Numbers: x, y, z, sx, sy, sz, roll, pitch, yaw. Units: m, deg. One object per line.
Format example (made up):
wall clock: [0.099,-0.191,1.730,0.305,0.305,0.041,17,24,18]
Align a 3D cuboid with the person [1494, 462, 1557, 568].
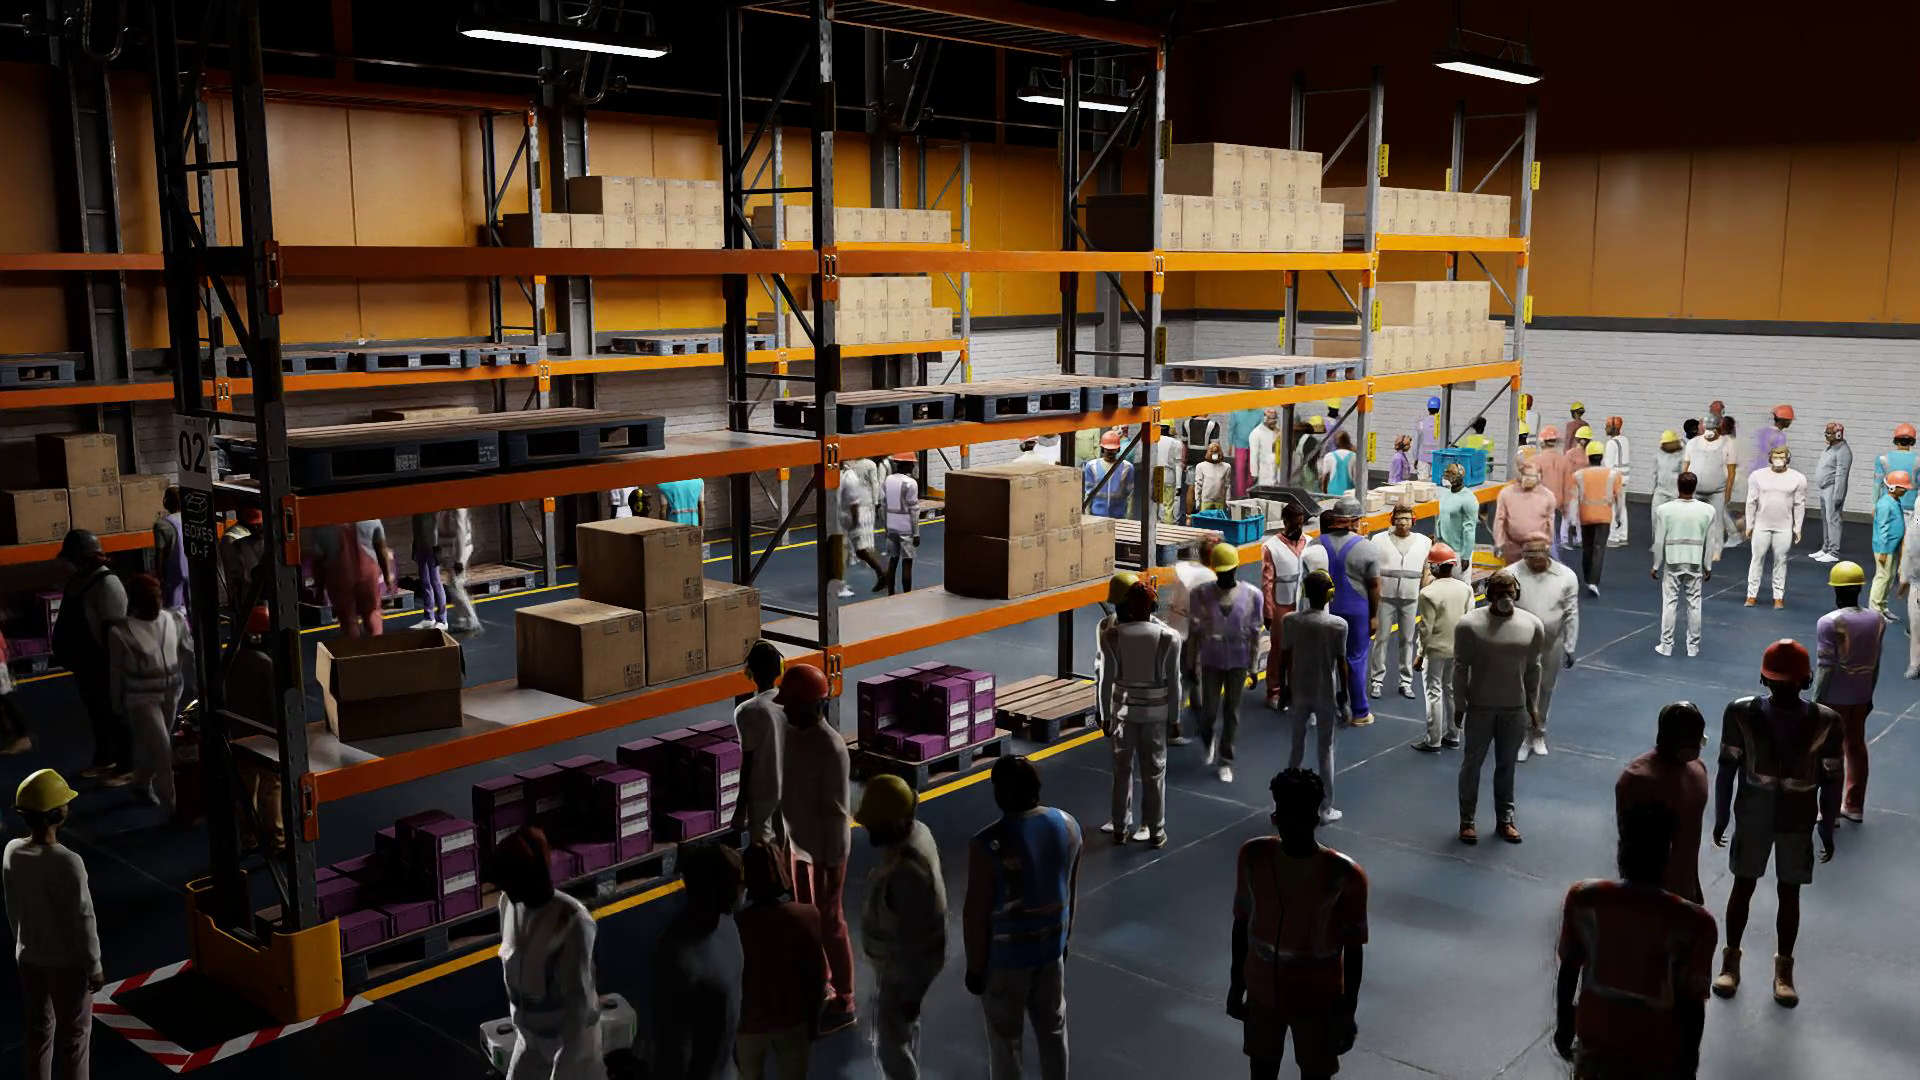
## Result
person: [6.310,0.035,18.611,0.634,1.869,0.976,4,10,23]

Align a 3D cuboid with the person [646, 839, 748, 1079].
person: [-1.060,2.063,6.317,0.591,1.923,0.664,1,10,8]

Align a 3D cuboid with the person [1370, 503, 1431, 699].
person: [4.087,0.560,15.514,0.563,1.848,0.391,1,10,4]

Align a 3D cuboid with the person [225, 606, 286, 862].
person: [-4.746,1.315,11.295,0.564,1.748,0.339,6,11,30]

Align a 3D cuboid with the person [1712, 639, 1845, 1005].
person: [4.464,1.536,9.110,0.614,2.041,0.393,4,10,25]

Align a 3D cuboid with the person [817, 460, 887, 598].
person: [-1.277,-0.245,20.195,0.956,1.918,0.604,-6,11,-33]

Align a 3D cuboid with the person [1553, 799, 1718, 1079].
person: [2.672,2.004,6.681,0.600,1.933,0.909,6,11,32]

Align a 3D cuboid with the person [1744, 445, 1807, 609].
person: [9.547,-0.155,19.511,0.627,1.940,0.375,5,11,26]

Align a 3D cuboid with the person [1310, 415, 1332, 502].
person: [5.443,-1.040,25.416,0.483,1.737,0.319,-5,11,-27]

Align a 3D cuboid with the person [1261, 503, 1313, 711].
person: [2.971,0.601,15.106,0.599,1.909,0.398,-6,11,-31]

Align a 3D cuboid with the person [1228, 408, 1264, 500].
person: [4.829,-1.552,27.874,0.631,1.931,1.044,1,10,4]

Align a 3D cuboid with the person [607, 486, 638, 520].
person: [-4.203,-0.236,20.718,0.320,1.698,0.531,4,10,21]

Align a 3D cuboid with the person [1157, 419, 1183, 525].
person: [2.875,-0.832,23.622,0.589,1.918,0.395,5,11,26]

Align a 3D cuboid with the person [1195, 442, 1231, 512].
person: [3.429,-0.510,22.545,0.500,1.633,0.279,-1,10,-6]

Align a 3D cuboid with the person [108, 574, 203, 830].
person: [-5.892,1.140,12.119,0.998,1.844,0.574,6,11,30]

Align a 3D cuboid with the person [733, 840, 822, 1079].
person: [-0.828,2.080,7.113,0.503,1.627,0.277,-4,10,-22]

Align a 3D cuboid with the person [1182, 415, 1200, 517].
person: [3.746,-1.300,26.390,0.386,1.929,0.543,-4,10,-23]

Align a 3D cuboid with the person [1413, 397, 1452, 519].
person: [7.436,-1.279,26.195,0.603,1.949,0.384,4,10,24]

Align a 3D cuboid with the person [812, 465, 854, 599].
person: [-1.500,-0.249,20.264,0.478,1.876,0.688,-9,13,-43]

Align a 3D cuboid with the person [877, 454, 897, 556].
person: [-0.956,-0.578,23.022,0.317,1.611,0.579,6,11,33]

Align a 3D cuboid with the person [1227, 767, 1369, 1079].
person: [1.414,1.914,7.075,0.604,1.966,0.367,6,11,33]

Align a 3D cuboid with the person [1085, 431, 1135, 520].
person: [1.814,-0.316,20.217,0.602,2.035,0.415,1,10,4]

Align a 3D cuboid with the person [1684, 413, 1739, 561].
person: [10.178,-0.734,22.665,0.681,2.000,0.535,8,12,40]

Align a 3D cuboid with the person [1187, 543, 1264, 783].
person: [2.077,0.945,13.057,0.580,1.908,0.480,1,10,7]

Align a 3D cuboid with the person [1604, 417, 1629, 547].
person: [9.361,-0.831,23.780,0.373,1.872,0.590,9,13,42]

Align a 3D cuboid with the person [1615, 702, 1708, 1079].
person: [3.486,1.732,8.266,0.627,1.934,0.371,-7,12,-36]

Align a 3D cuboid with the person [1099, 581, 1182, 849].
person: [1.249,1.211,11.550,0.575,1.880,0.359,2,10,14]

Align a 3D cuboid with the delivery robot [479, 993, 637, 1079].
delivery robot: [-1.943,2.409,8.052,0.707,0.478,0.477,-6,11,-30]

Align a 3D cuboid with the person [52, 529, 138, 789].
person: [-6.740,0.900,12.910,0.684,2.000,0.537,8,12,40]

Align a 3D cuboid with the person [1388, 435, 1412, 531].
person: [6.216,-0.678,23.556,0.312,1.631,0.524,3,10,18]

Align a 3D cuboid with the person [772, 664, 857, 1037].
person: [-0.788,1.619,8.802,0.409,1.984,0.613,-5,11,-29]

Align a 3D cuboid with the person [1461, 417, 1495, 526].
person: [7.992,-1.065,25.747,0.572,1.669,0.468,7,12,38]

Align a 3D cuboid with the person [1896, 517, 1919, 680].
person: [9.429,0.418,16.113,0.507,1.930,0.632,-5,11,-29]

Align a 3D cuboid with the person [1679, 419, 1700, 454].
person: [11.069,-1.008,25.349,0.535,1.691,0.317,-7,12,-35]

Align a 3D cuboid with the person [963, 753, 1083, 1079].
person: [0.270,1.885,7.671,0.624,1.835,0.431,-7,12,-37]

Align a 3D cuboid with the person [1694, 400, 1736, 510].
person: [11.804,-1.235,26.061,0.652,1.906,0.402,6,11,32]

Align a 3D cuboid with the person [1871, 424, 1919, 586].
person: [11.824,-0.446,20.942,0.614,2.040,0.378,6,11,32]

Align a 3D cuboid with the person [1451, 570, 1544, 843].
person: [3.757,1.161,11.656,0.631,1.939,0.370,0,10,-1]

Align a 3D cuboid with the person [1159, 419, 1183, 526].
person: [3.120,-0.988,25.073,0.492,1.743,0.295,-5,11,-29]

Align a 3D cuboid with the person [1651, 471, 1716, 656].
person: [7.455,0.250,17.157,0.587,1.920,0.391,2,10,13]

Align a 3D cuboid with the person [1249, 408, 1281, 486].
person: [4.623,-1.039,24.937,0.658,1.894,0.400,-6,11,-32]

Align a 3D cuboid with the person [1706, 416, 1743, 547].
person: [10.870,-0.829,23.760,0.720,1.870,0.653,9,13,43]
